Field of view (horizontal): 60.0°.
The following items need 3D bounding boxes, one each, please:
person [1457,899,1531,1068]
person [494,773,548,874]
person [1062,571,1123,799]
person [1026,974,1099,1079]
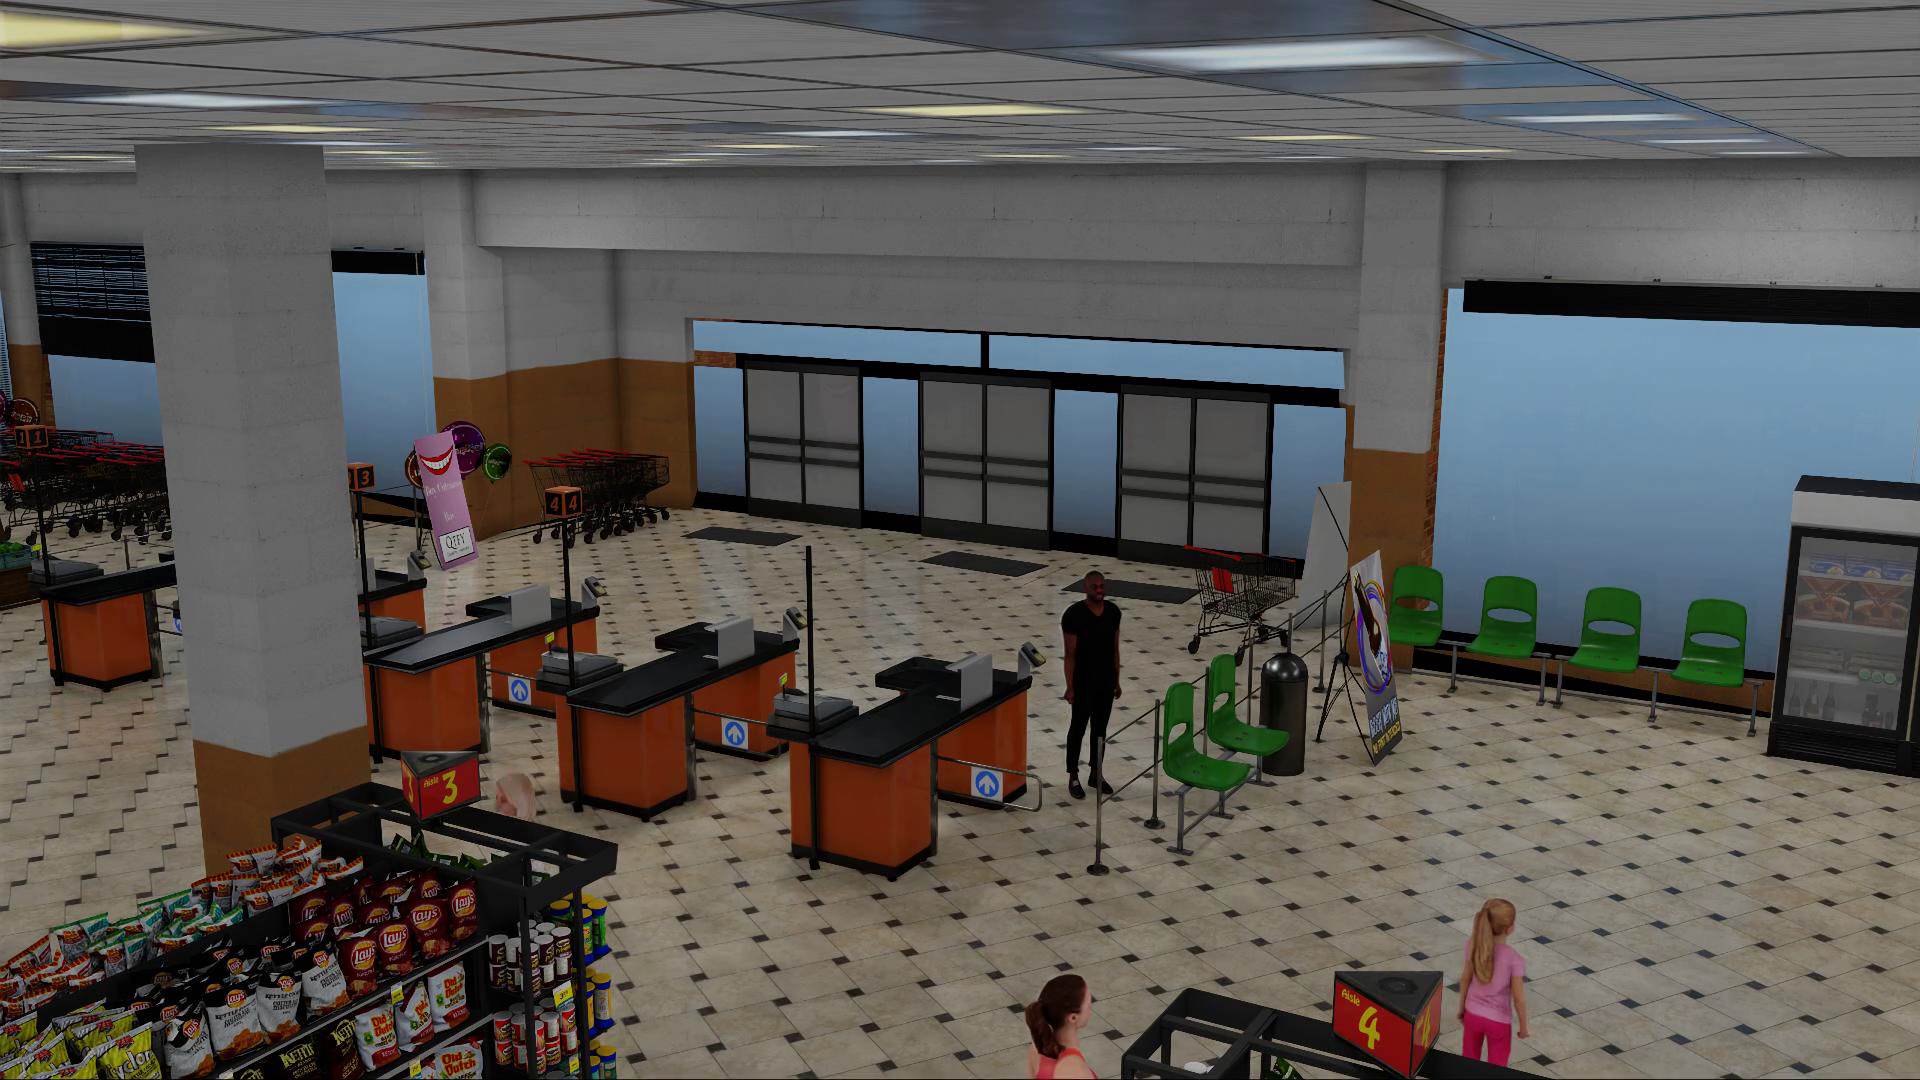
[{"bbox_3d":[2.670,2.414,8.406,0.595,1.269,0.563,-11,16,-43],"label":"person"},{"bbox_3d":[-2.244,2.063,8.969,0.947,1.724,0.835,-6,13,-25],"label":"person"},{"bbox_3d":[1.047,1.125,13.196,0.697,1.819,0.802,-5,13,-24],"label":"person"},{"bbox_3d":[0.415,2.543,6.617,0.669,1.753,0.646,-9,15,-35],"label":"person"}]
